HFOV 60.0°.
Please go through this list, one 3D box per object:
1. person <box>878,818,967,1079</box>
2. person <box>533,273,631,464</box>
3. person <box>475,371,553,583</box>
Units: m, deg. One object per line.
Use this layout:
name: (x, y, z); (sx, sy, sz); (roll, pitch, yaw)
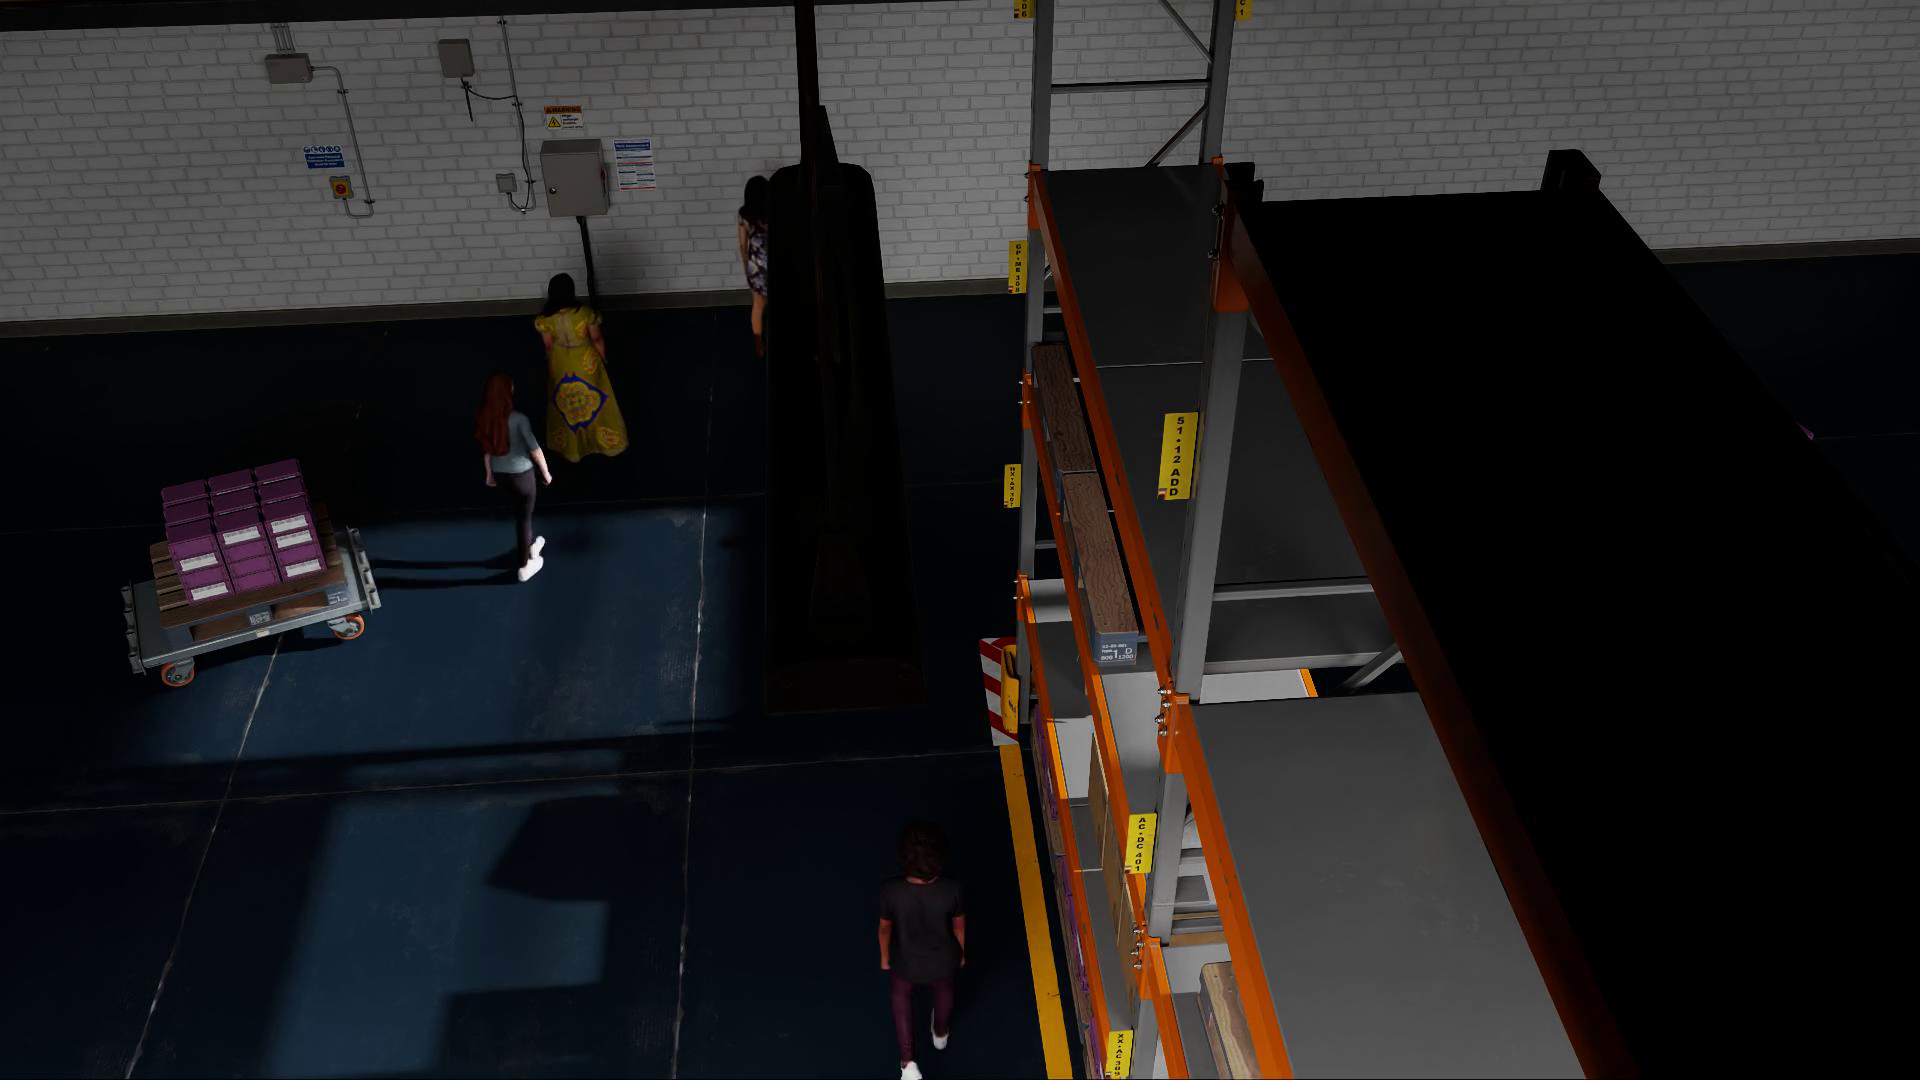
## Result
person: (-0.186, 2.192, 8.688); (0.607, 1.769, 0.853); (-2, 39, -3)
person: (-3.050, -1.371, 13.238); (0.855, 1.660, 0.768); (-6, 39, -7)
person: (-3.250, -0.406, 11.974); (0.734, 1.728, 0.798); (12, 40, 14)
